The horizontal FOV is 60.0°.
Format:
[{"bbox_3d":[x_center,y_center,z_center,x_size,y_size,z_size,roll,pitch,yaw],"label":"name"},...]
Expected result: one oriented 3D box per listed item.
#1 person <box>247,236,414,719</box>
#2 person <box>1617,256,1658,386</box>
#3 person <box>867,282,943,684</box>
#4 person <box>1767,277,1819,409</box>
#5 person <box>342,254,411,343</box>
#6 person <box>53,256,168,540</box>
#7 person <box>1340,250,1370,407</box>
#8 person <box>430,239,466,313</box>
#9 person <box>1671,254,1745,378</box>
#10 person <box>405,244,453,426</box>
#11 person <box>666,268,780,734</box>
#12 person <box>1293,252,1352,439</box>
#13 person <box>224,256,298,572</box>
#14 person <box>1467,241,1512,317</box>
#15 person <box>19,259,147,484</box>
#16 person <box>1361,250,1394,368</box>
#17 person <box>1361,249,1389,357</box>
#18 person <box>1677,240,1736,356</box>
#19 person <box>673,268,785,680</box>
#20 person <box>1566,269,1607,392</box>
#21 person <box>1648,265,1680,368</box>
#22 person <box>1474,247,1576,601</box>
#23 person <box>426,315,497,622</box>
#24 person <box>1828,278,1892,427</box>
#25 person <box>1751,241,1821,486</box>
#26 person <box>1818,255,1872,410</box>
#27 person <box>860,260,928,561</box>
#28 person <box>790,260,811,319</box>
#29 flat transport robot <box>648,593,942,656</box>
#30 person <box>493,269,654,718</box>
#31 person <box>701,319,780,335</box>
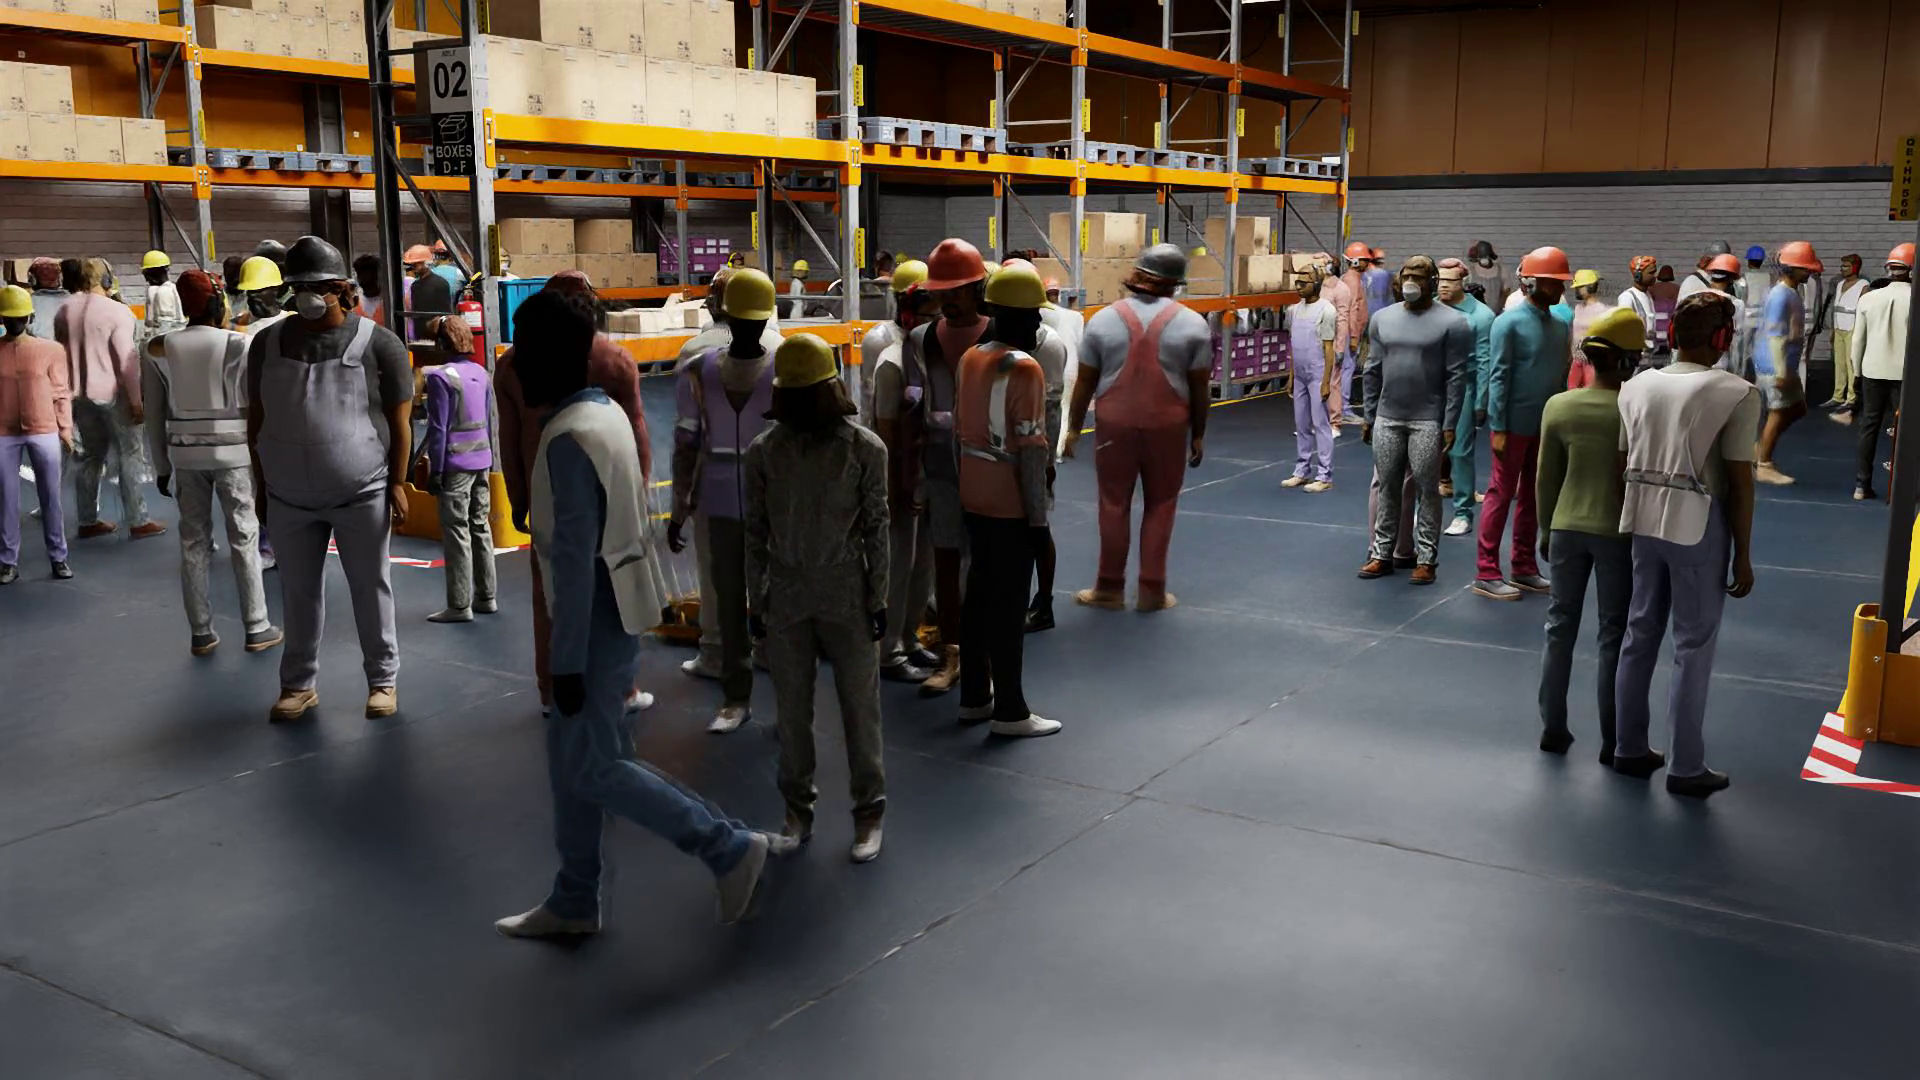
[{"bbox_3d":[-2.664,-0.248,7.007,0.676,2.000,0.536,-1,10,-5],"label":"person"},{"bbox_3d":[6.033,-1.584,14.846,0.356,1.883,0.573,8,13,38],"label":"person"},{"bbox_3d":[-0.246,-0.261,7.655,0.403,1.834,0.579,3,11,19],"label":"person"},{"bbox_3d":[10.070,-2.517,20.040,0.584,1.878,0.369,-7,12,-33],"label":"person"},{"bbox_3d":[-5.117,-1.558,14.669,0.605,1.906,1.033,0,10,1],"label":"person"},{"bbox_3d":[-5.801,-0.949,11.274,0.663,1.917,0.416,4,11,19],"label":"person"},{"bbox_3d":[4.774,-2.601,20.250,0.366,1.962,0.614,-1,10,-4],"label":"person"},{"bbox_3d":[-6.365,-2.712,20.650,0.615,2.041,0.391,-3,11,-18],"label":"person"},{"bbox_3d":[6.303,-1.445,13.990,0.490,1.907,0.568,-7,12,-32],"label":"person"},{"bbox_3d":[-5.719,-2.222,18.124,0.642,1.973,0.574,7,13,35],"label":"person"},{"bbox_3d":[-0.872,-0.139,6.764,0.654,1.912,0.410,2,10,10],"label":"person"},{"bbox_3d":[3.689,-1.982,17.025,0.395,1.899,0.641,-8,13,-37],"label":"person"},{"bbox_3d":[-4.135,-0.734,10.017,0.594,1.922,0.385,0,10,2],"label":"person"},{"bbox_3d":[7.336,-3.172,23.206,0.701,2.000,0.538,0,10,3],"label":"person"},{"bbox_3d":[-7.272,-1.370,13.708,1.017,1.859,0.621,-1,10,-5],"label":"person"},{"bbox_3d":[6.404,-3.544,25.788,0.619,1.848,1.023,1,10,3],"label":"person"},{"bbox_3d":[6.798,-3.867,27.496,0.619,1.875,0.627,3,11,19],"label":"person"},{"bbox_3d":[7.707,-2.066,17.079,0.681,2.000,0.535,-5,12,-27],"label":"person"},{"bbox_3d":[-1.045,-0.302,7.725,0.653,1.895,0.402,-9,13,-40],"label":"person"},{"bbox_3d":[5.923,-1.685,15.752,0.367,1.744,0.544,-2,10,-9],"label":"person"},{"bbox_3d":[10.863,-3.419,25.696,0.507,1.634,0.274,10,14,43],"label":"person"},{"bbox_3d":[3.221,-0.650,9.399,0.618,1.987,0.411,-6,12,-32],"label":"person"},{"bbox_3d":[-2.657,-0.379,8.873,0.312,1.632,0.526,2,11,13],"label":"person"},{"bbox_3d":[9.919,-1.988,17.780,0.581,1.627,0.923,-8,13,-37],"label":"person"},{"bbox_3d":[6.766,-1.428,13.631,0.424,2.015,0.651,7,12,34],"label":"person"},{"bbox_3d":[10.633,-2.473,19.872,0.372,1.843,0.570,-1,10,-5],"label":"person"},{"bbox_3d":[-0.284,-0.541,8.980,0.415,1.915,0.590,9,14,41],"label":"person"},{"bbox_3d":[-2.386,-3.260,24.553,0.399,1.732,0.495,-2,10,-9],"label":"person"},{"bbox_3d":[-0.799,0.382,8.417,1.431,0.197,0.652,5,11,24],"label":"flat transport robot"},{"bbox_3d":[-1.609,-0.185,7.048,0.639,1.903,0.407,1,10,6],"label":"person"},{"bbox_3d":[-1.358,-0.758,10.391,0.507,1.840,0.344,-4,11,-20],"label":"person"}]
